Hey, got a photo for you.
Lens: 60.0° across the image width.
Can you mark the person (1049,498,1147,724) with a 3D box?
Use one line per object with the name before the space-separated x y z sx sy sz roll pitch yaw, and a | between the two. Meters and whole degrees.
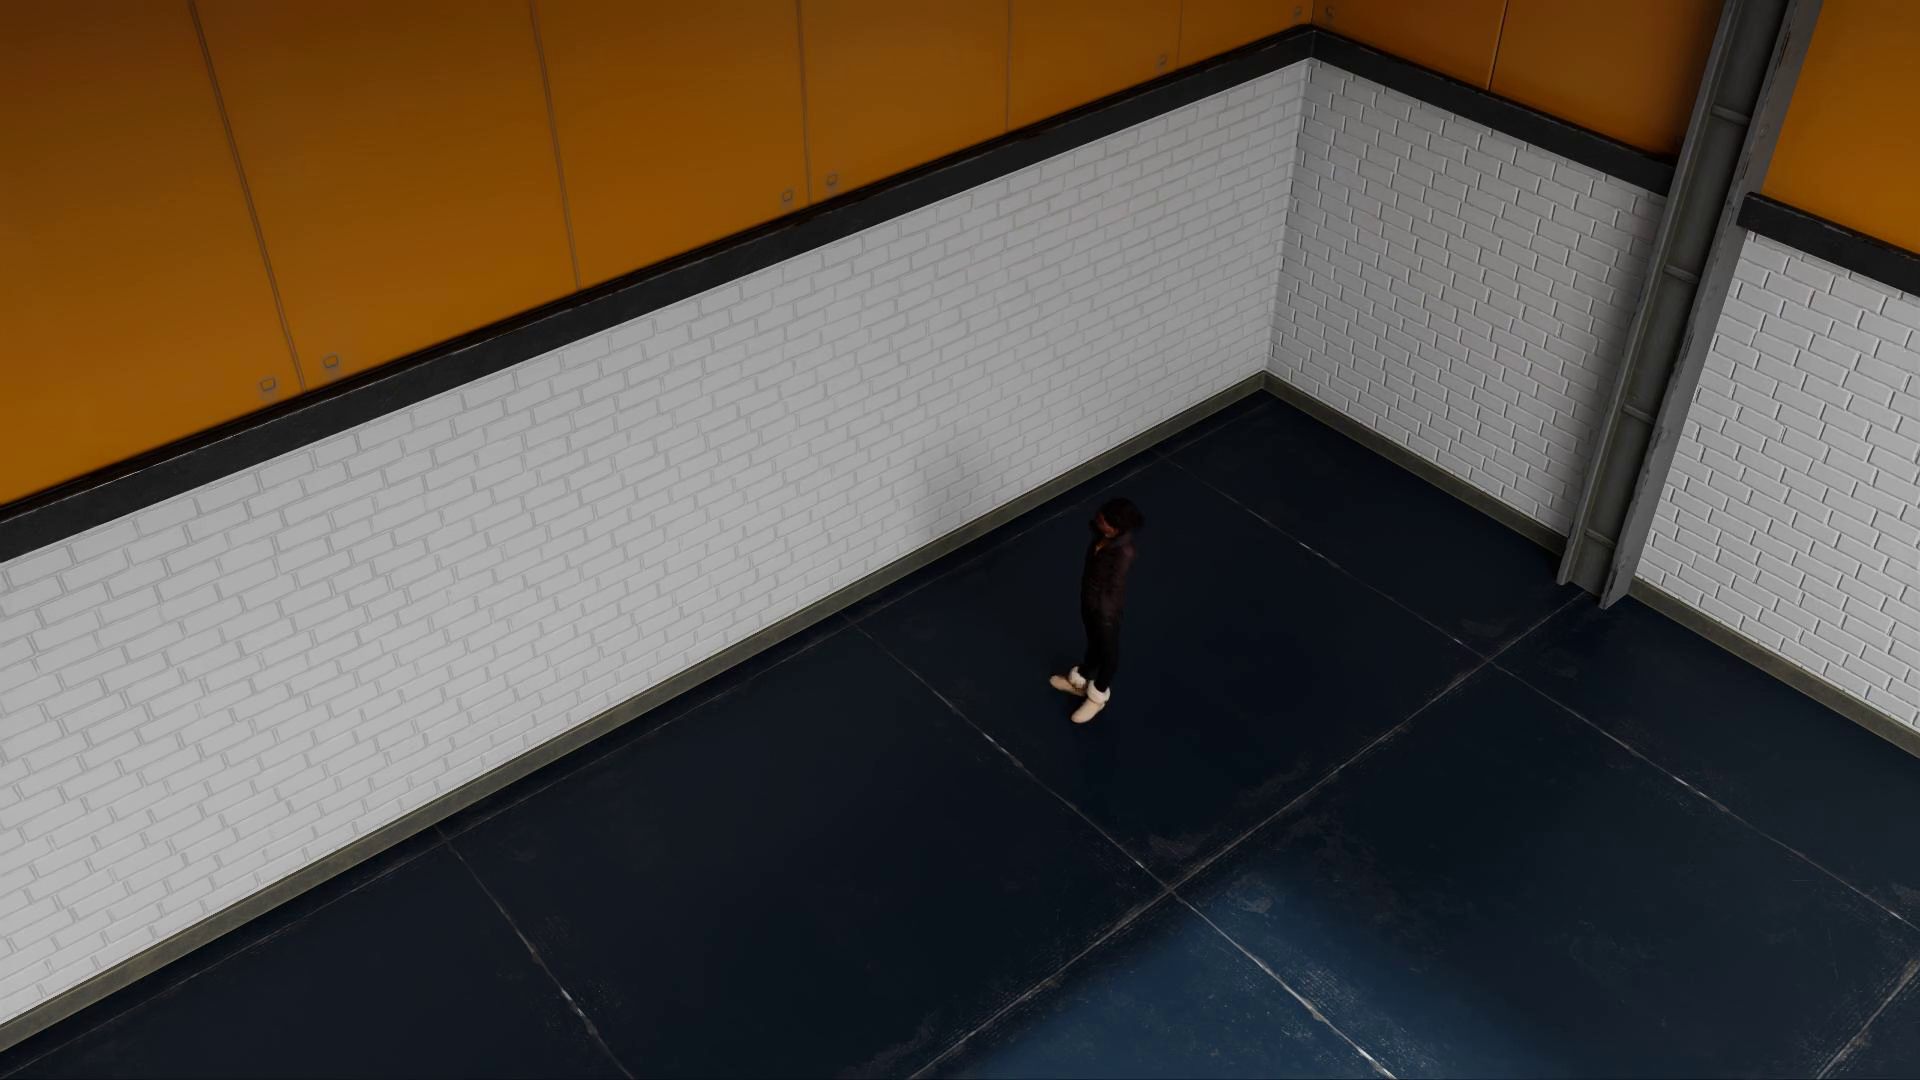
person | 0.886 0.410 10.167 0.736 1.646 0.812 17 42 20
